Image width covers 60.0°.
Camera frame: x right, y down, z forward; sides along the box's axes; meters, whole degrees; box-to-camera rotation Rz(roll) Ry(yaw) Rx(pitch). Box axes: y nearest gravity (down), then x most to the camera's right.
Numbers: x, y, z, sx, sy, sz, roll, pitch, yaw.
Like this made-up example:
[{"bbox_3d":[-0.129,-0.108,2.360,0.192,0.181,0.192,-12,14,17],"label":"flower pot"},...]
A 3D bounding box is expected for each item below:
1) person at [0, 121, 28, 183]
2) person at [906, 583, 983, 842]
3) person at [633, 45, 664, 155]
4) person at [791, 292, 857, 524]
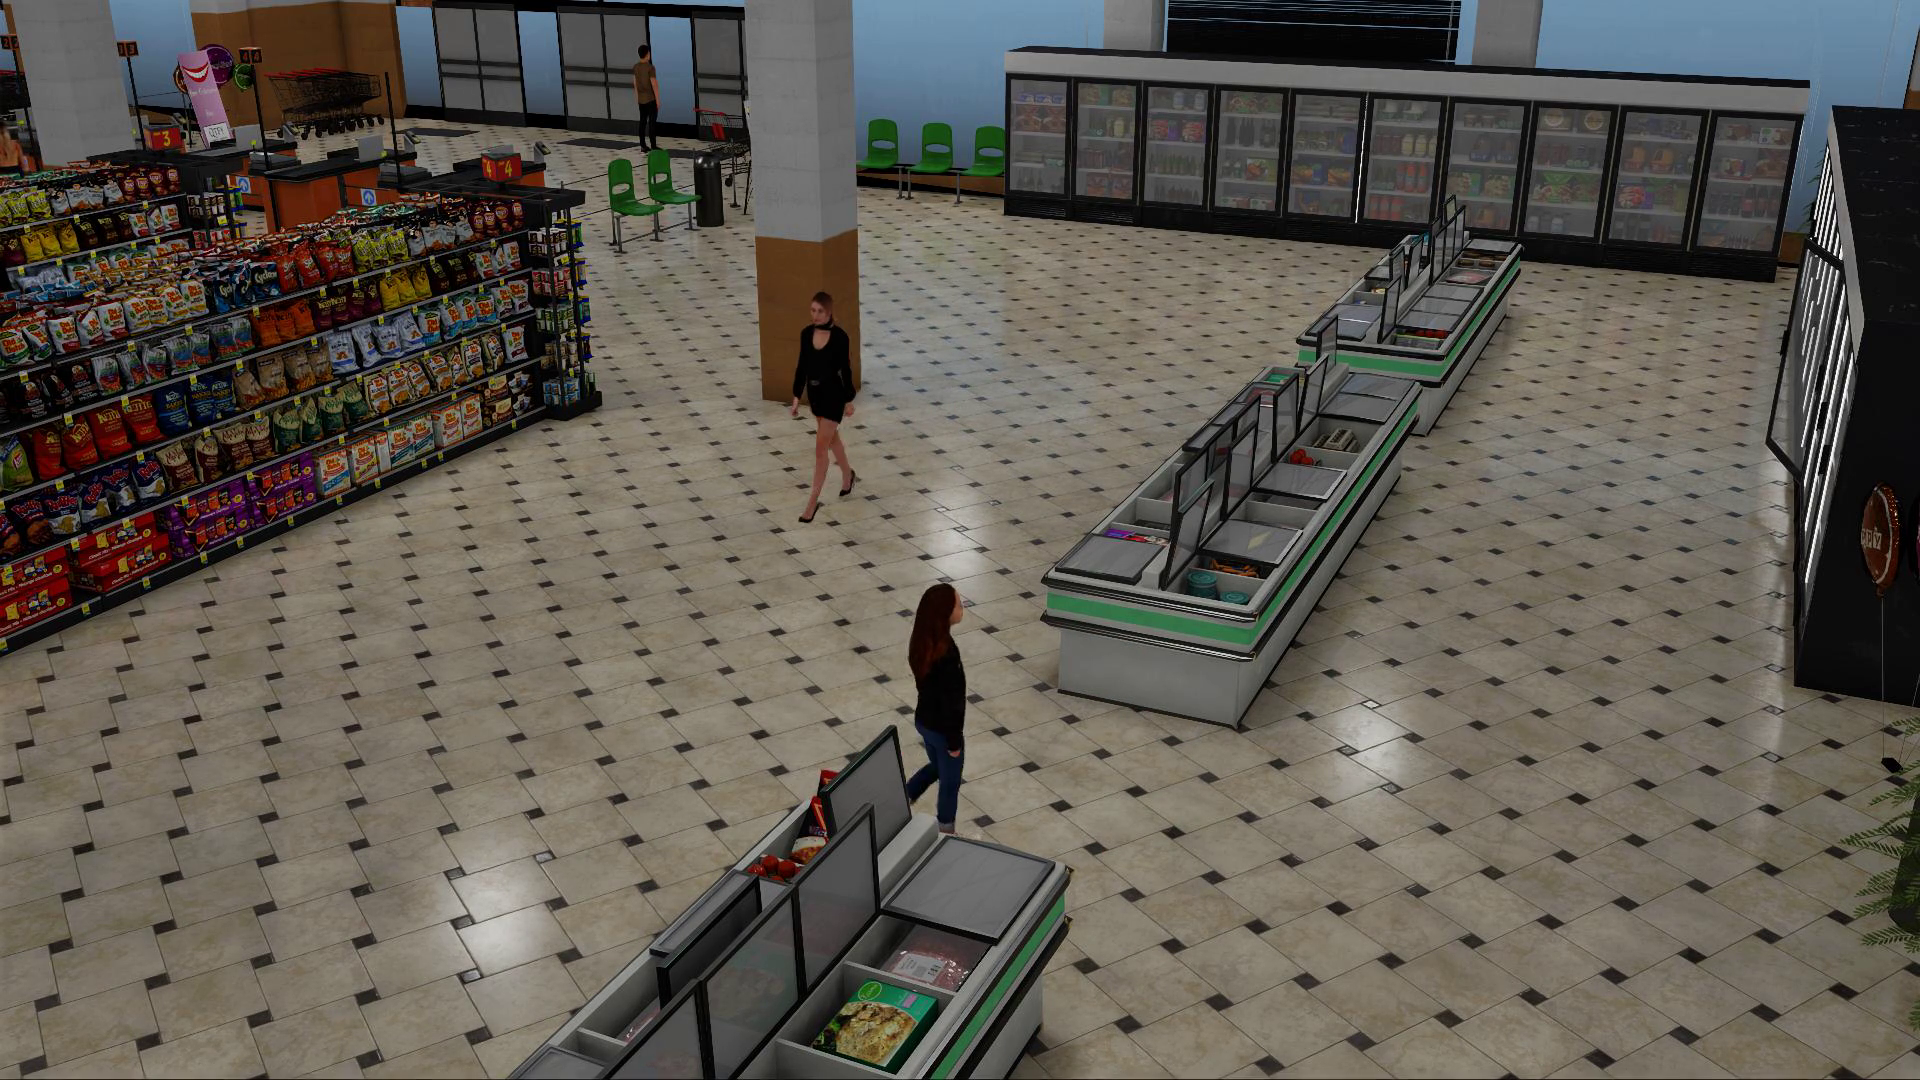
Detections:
[{"bbox_3d":[-12.480,-4.689,21.913,0.684,1.627,0.521,17,28,36],"label":"person"},{"bbox_3d":[-0.163,0.905,8.197,0.868,1.473,0.792,-10,24,-24],"label":"person"},{"bbox_3d":[-5.489,-7.720,29.156,0.697,1.851,0.602,14,26,30],"label":"person"},{"bbox_3d":[-0.988,-1.036,12.717,0.627,1.705,1.161,12,25,27],"label":"person"}]
